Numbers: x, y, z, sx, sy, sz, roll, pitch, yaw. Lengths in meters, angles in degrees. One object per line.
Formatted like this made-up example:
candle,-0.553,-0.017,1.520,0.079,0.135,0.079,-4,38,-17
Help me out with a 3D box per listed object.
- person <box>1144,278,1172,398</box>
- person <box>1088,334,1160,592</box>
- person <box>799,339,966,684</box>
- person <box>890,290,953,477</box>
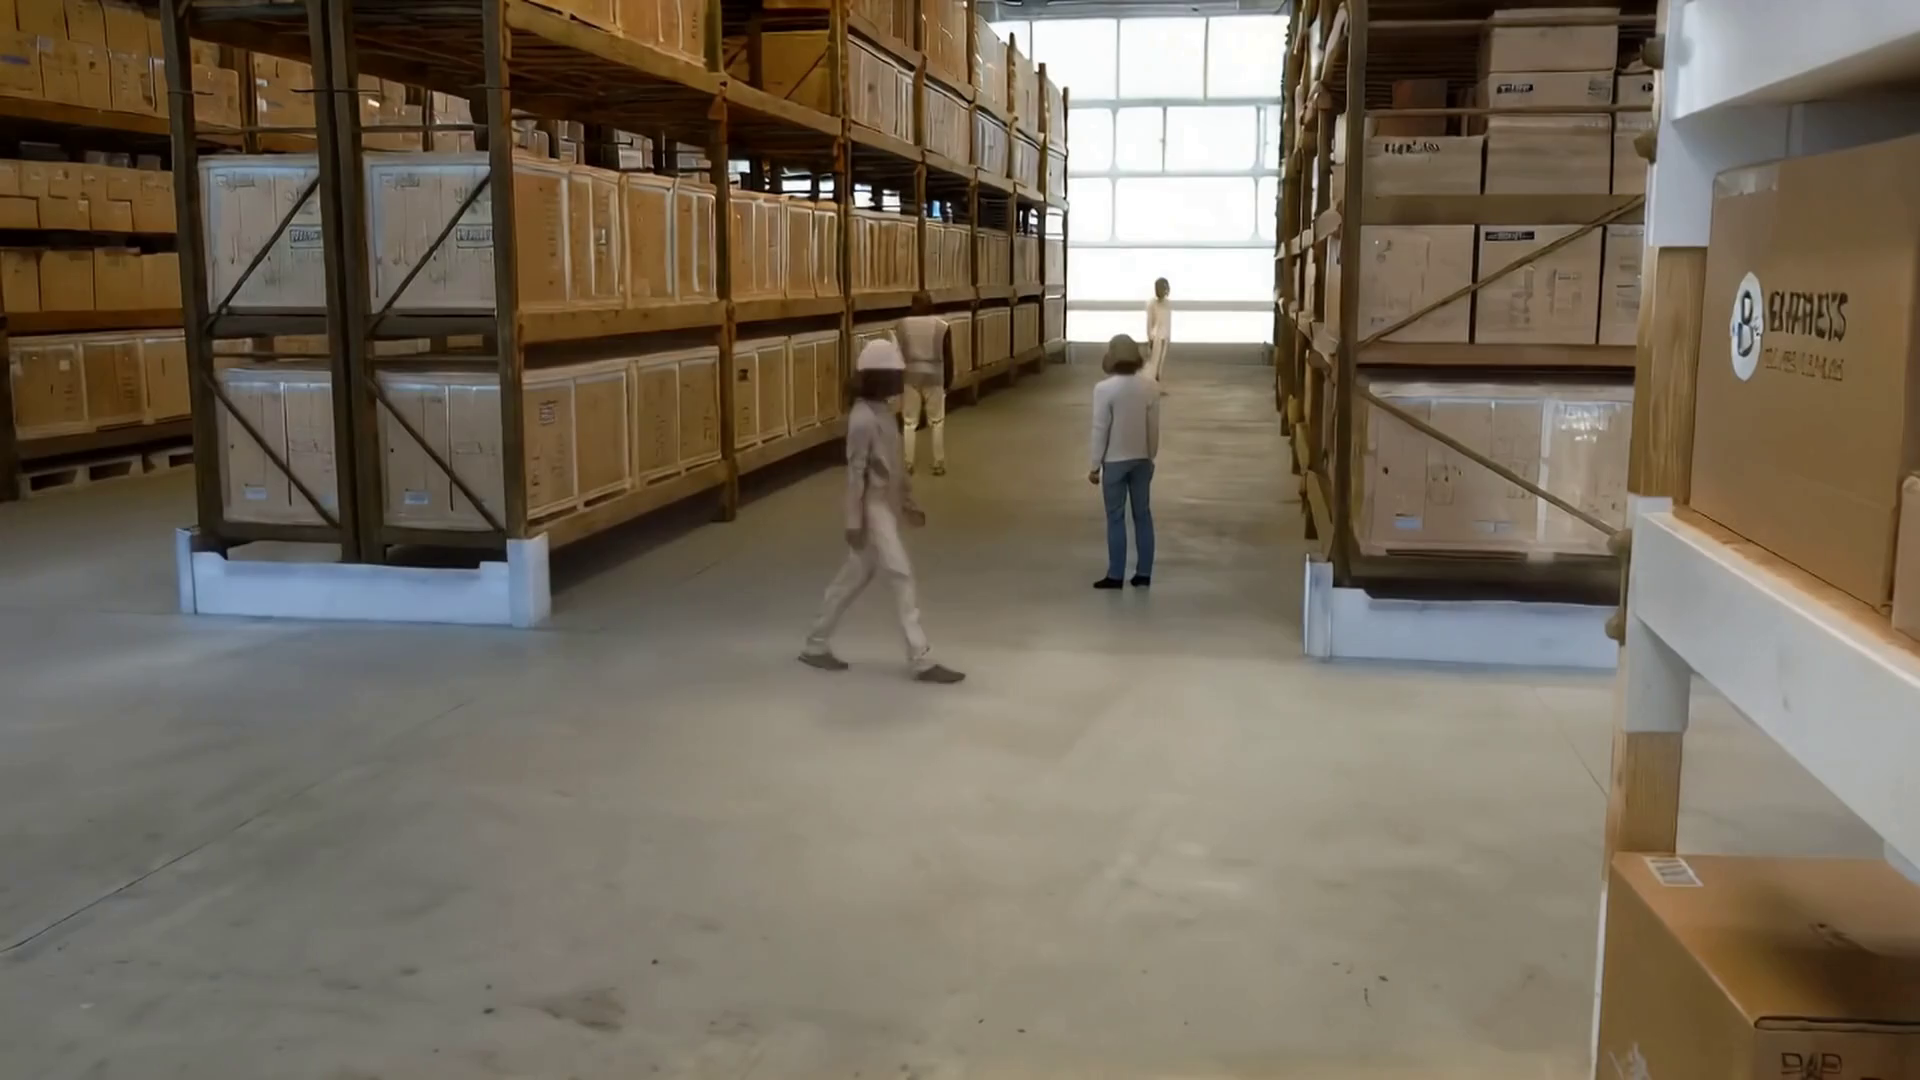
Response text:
person,3.209,-3.261,26.875,0.369,1.930,0.628,7,12,38
person,1.041,-0.485,10.550,0.498,1.633,0.282,-5,11,-29
person,-0.426,-0.144,8.245,0.884,1.701,0.492,2,9,10
person,-0.375,-1.539,16.449,0.624,1.844,0.429,0,9,2
